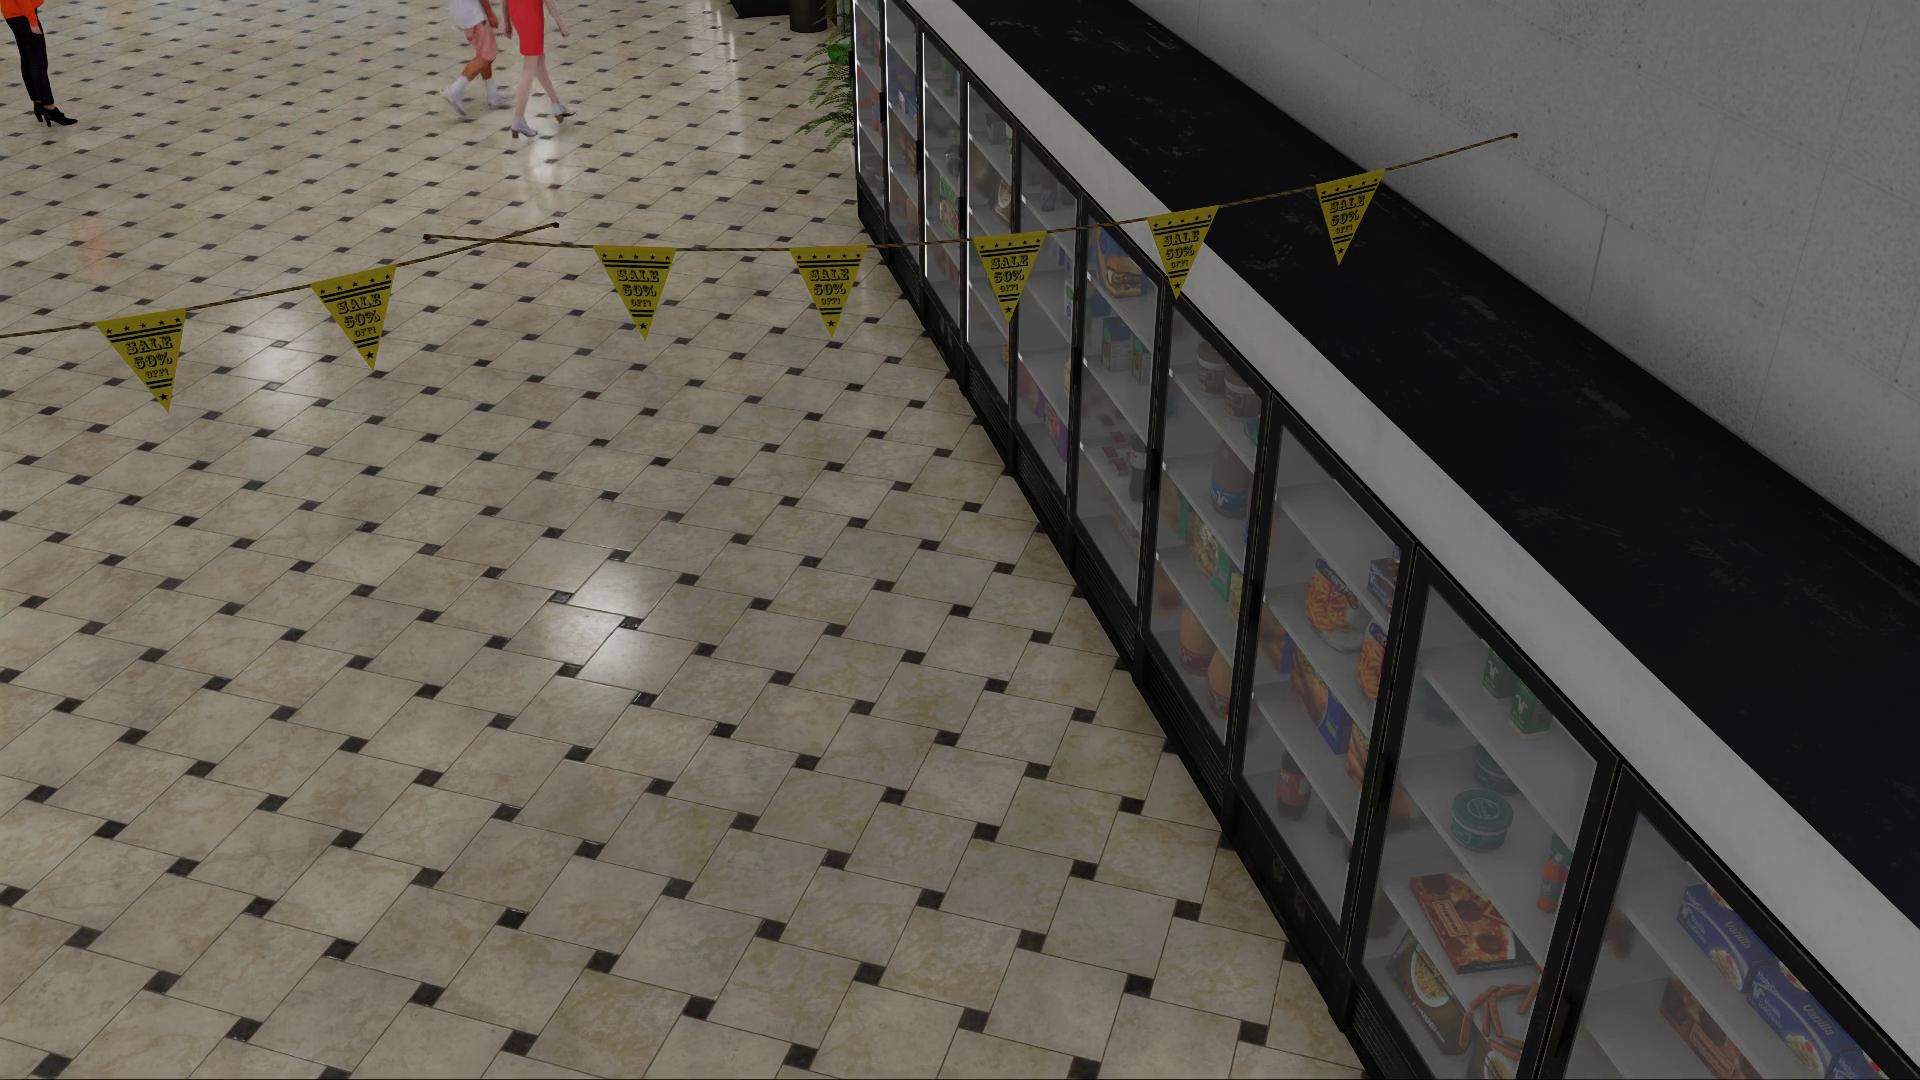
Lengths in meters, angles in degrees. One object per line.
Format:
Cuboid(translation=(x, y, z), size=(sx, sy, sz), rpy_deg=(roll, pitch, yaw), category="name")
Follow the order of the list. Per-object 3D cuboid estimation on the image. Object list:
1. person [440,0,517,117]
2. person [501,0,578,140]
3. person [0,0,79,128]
Cuboid(translation=(-4.246, -4.501, 14.214), size=(0.926, 1.763, 1.105), rpy_deg=(28, 41, 37), category="person")
Cuboid(translation=(-3.614, -4.194, 13.694), size=(0.939, 1.791, 1.077), rpy_deg=(25, 39, 34), category="person")
Cuboid(translation=(-7.917, -4.388, 14.045), size=(0.711, 1.749, 0.704), rpy_deg=(-27, 41, -36), category="person")
